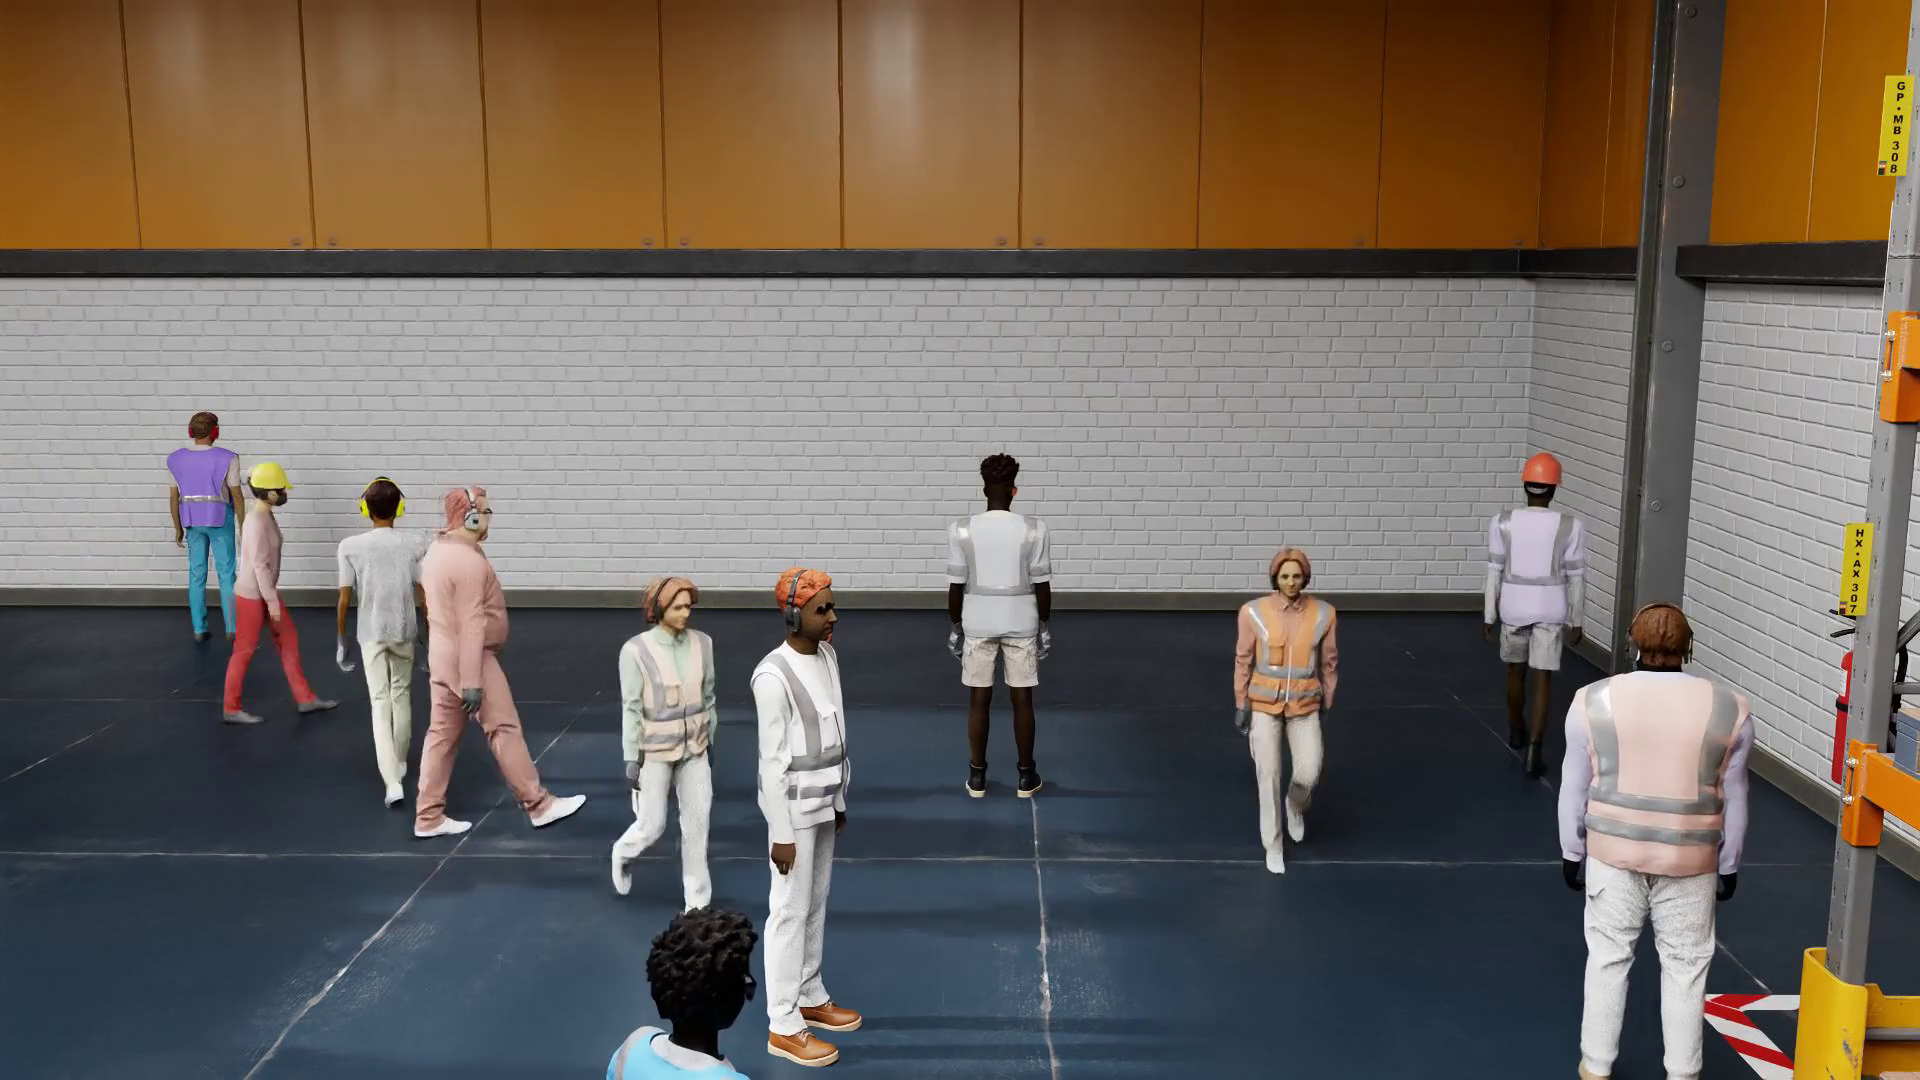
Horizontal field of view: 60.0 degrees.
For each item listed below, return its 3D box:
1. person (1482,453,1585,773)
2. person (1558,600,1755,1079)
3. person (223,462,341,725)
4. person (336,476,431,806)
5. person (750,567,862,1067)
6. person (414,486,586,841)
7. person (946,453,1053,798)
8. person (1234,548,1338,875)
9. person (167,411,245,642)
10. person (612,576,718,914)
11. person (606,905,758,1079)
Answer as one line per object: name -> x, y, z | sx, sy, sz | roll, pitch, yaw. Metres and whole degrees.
person -> 3.452, 0.419, 10.010 | 0.564, 1.912, 0.808 | 5, 11, 26
person -> 2.471, 1.126, 5.965 | 0.626, 1.838, 0.429 | 4, 10, 21
person -> -4.482, 0.353, 10.872 | 0.820, 1.723, 0.538 | -2, 10, -12
person -> -3.247, 0.554, 9.412 | 0.537, 1.830, 0.952 | -4, 10, -23
person -> -0.586, 1.037, 6.346 | 0.350, 1.879, 0.583 | 3, 10, 16
person -> -2.485, 0.643, 8.754 | 0.883, 1.865, 0.675 | -7, 12, -35
person -> 0.225, 0.488, 9.393 | 0.600, 1.958, 0.378 | 1, 10, 5
person -> 1.618, 0.833, 8.324 | 0.520, 1.625, 0.438 | 1, 9, 4
person -> -5.980, -0.097, 13.244 | 0.570, 1.840, 0.373 | 0, 9, -3
person -> -1.347, 0.953, 7.586 | 0.526, 1.618, 0.613 | -9, 13, -43
person -> -0.536, 1.598, 3.532 | 0.318, 1.696, 0.532 | -9, 13, -43
